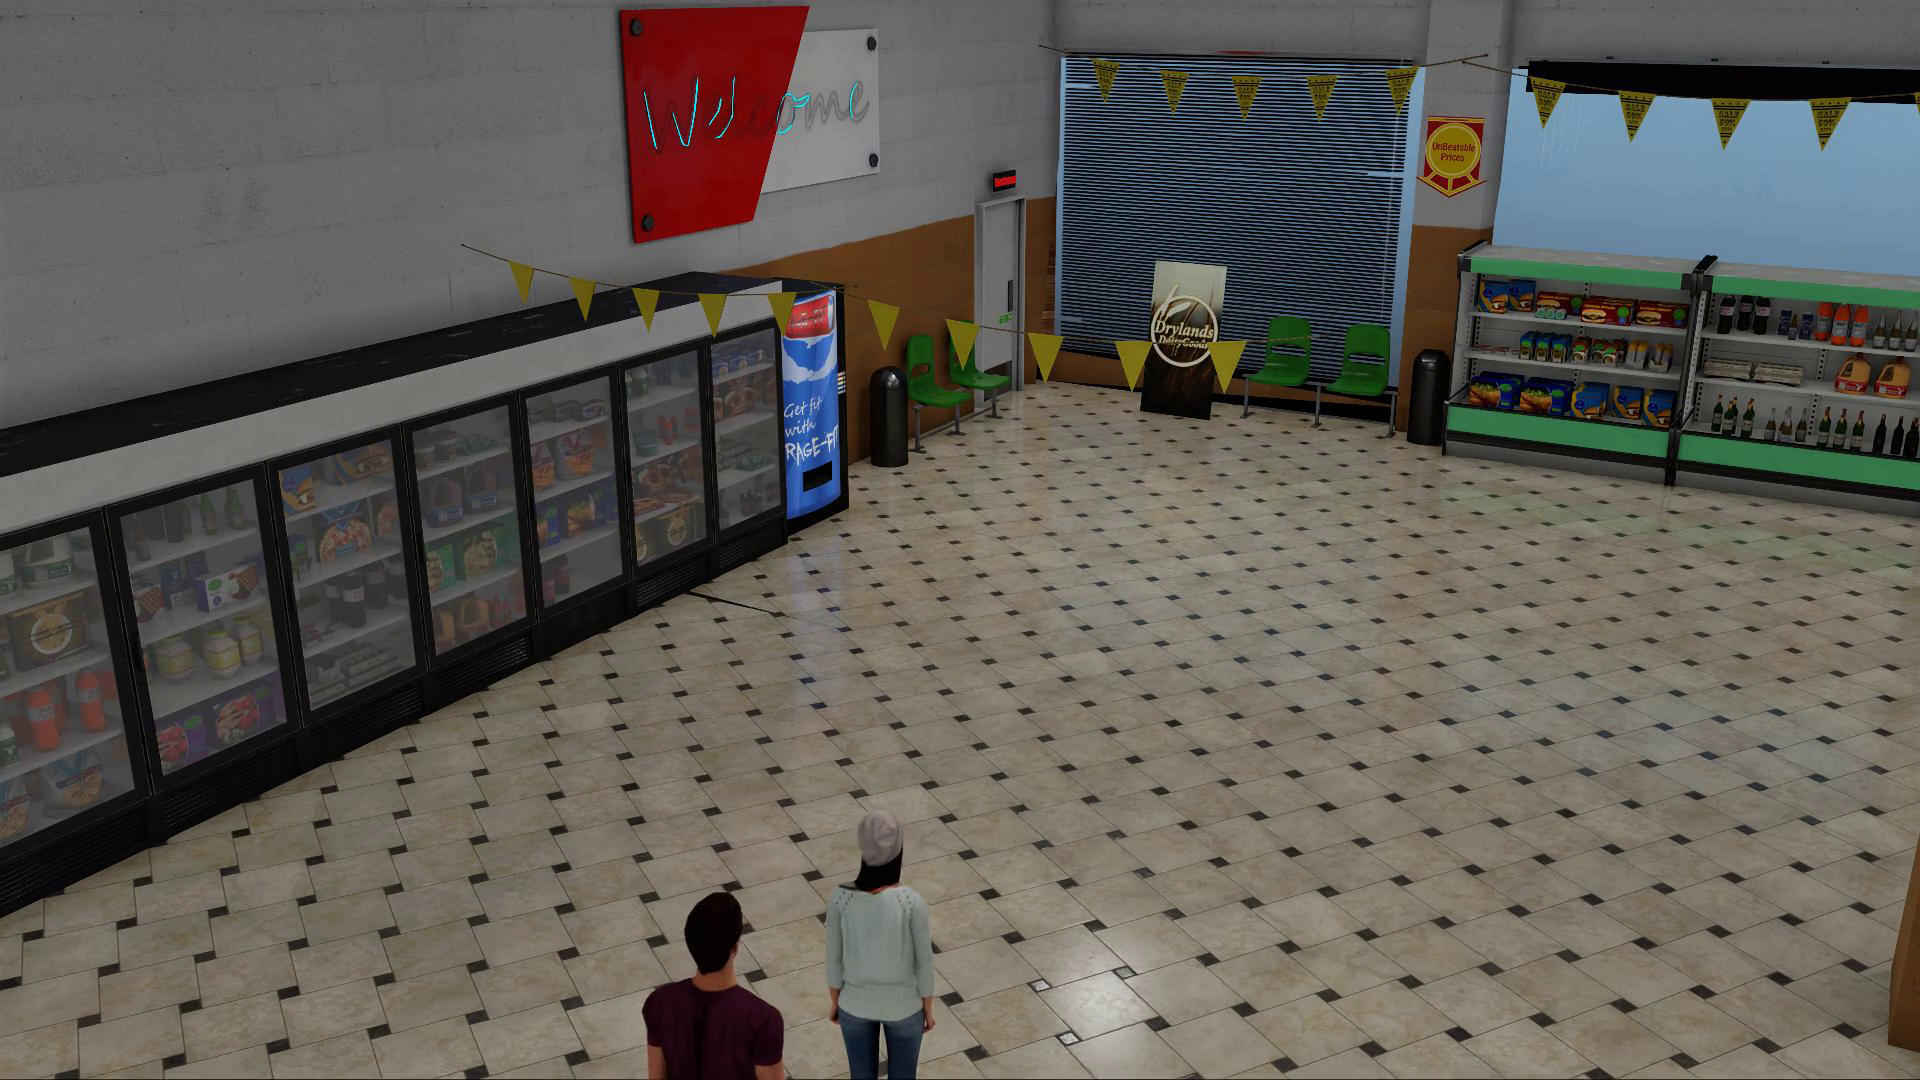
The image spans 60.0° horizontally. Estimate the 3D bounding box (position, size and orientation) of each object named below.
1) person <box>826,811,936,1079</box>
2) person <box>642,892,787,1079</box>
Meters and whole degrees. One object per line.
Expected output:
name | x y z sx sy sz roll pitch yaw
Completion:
person | -0.312 1.823 6.584 0.553 1.652 0.698 2 19 7
person | -0.799 2.045 5.619 0.564 1.849 0.769 5 19 14
